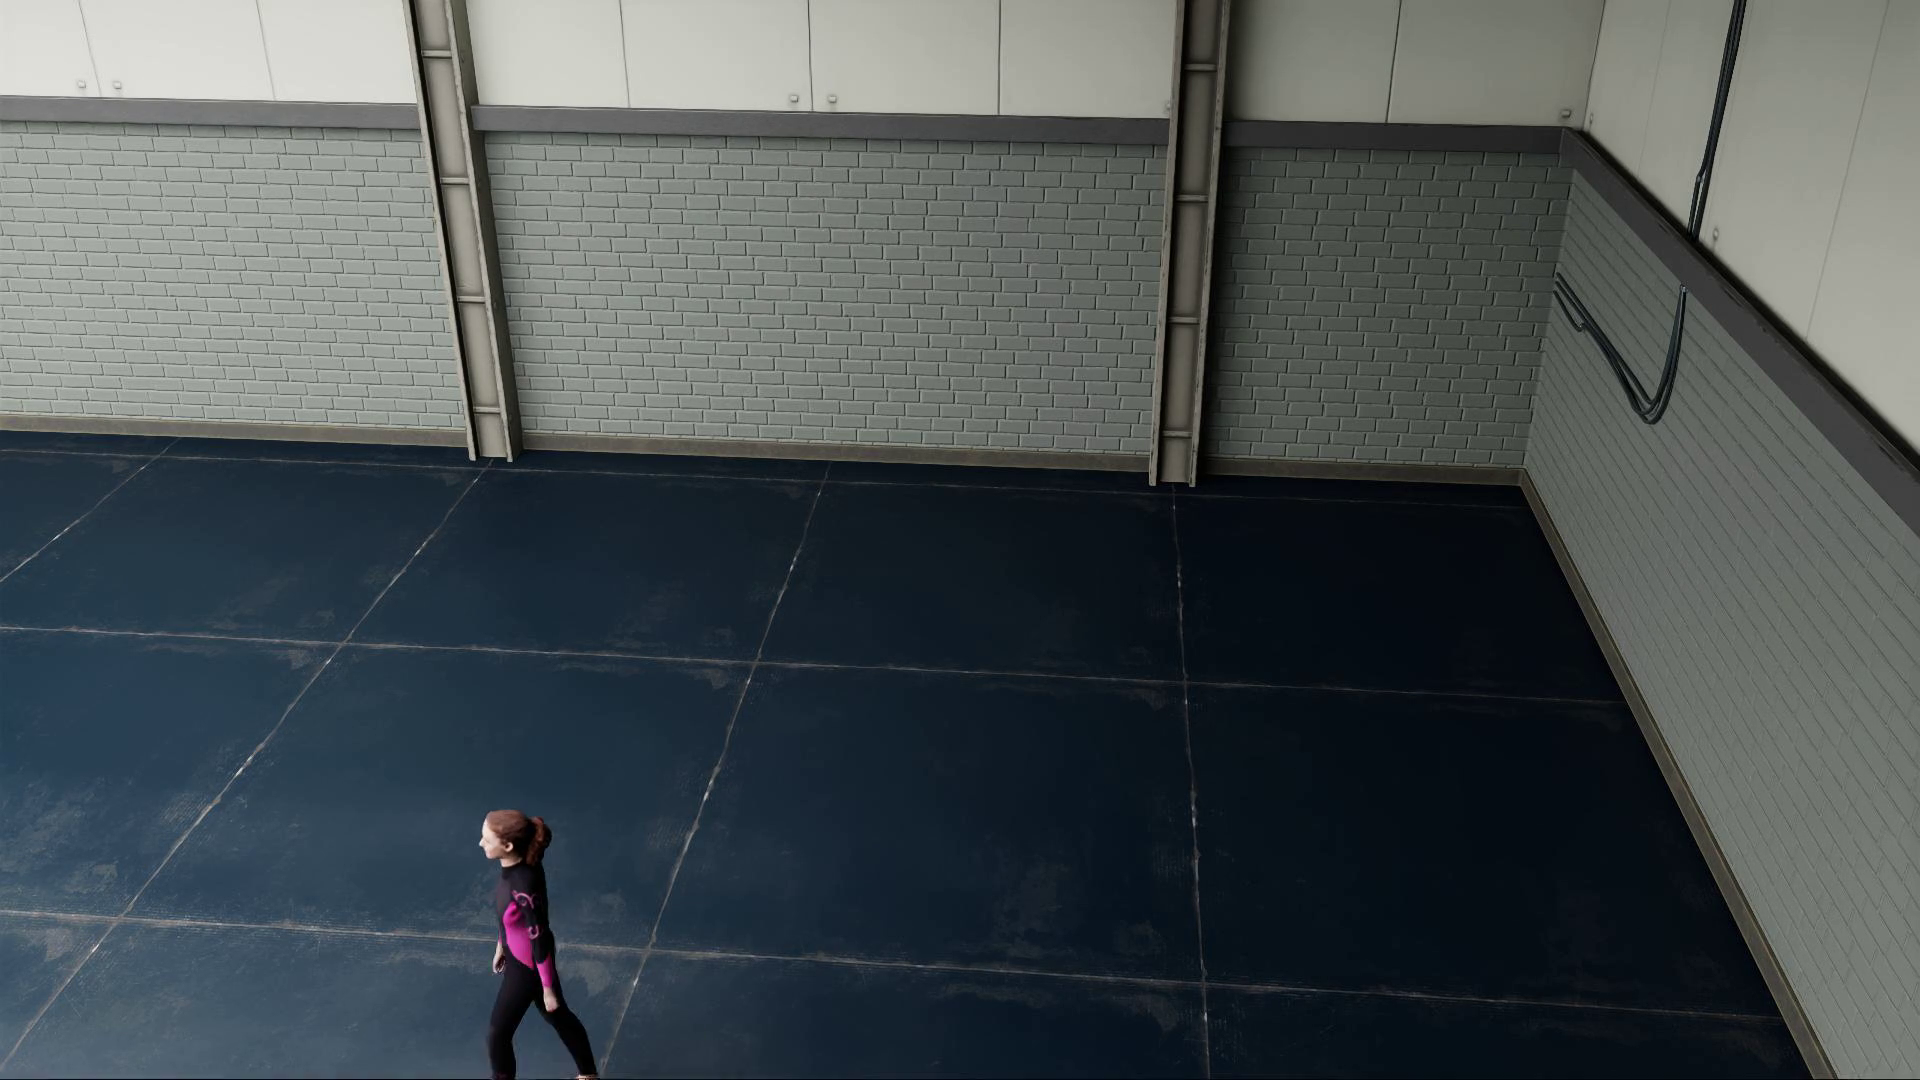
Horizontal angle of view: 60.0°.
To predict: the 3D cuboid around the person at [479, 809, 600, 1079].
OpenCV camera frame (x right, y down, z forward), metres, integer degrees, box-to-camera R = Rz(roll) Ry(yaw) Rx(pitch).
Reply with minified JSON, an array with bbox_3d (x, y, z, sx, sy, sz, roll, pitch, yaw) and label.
[{"bbox_3d":[-1.892,1.952,7.688,0.997,1.721,0.793,-8,28,-15],"label":"person"}]
